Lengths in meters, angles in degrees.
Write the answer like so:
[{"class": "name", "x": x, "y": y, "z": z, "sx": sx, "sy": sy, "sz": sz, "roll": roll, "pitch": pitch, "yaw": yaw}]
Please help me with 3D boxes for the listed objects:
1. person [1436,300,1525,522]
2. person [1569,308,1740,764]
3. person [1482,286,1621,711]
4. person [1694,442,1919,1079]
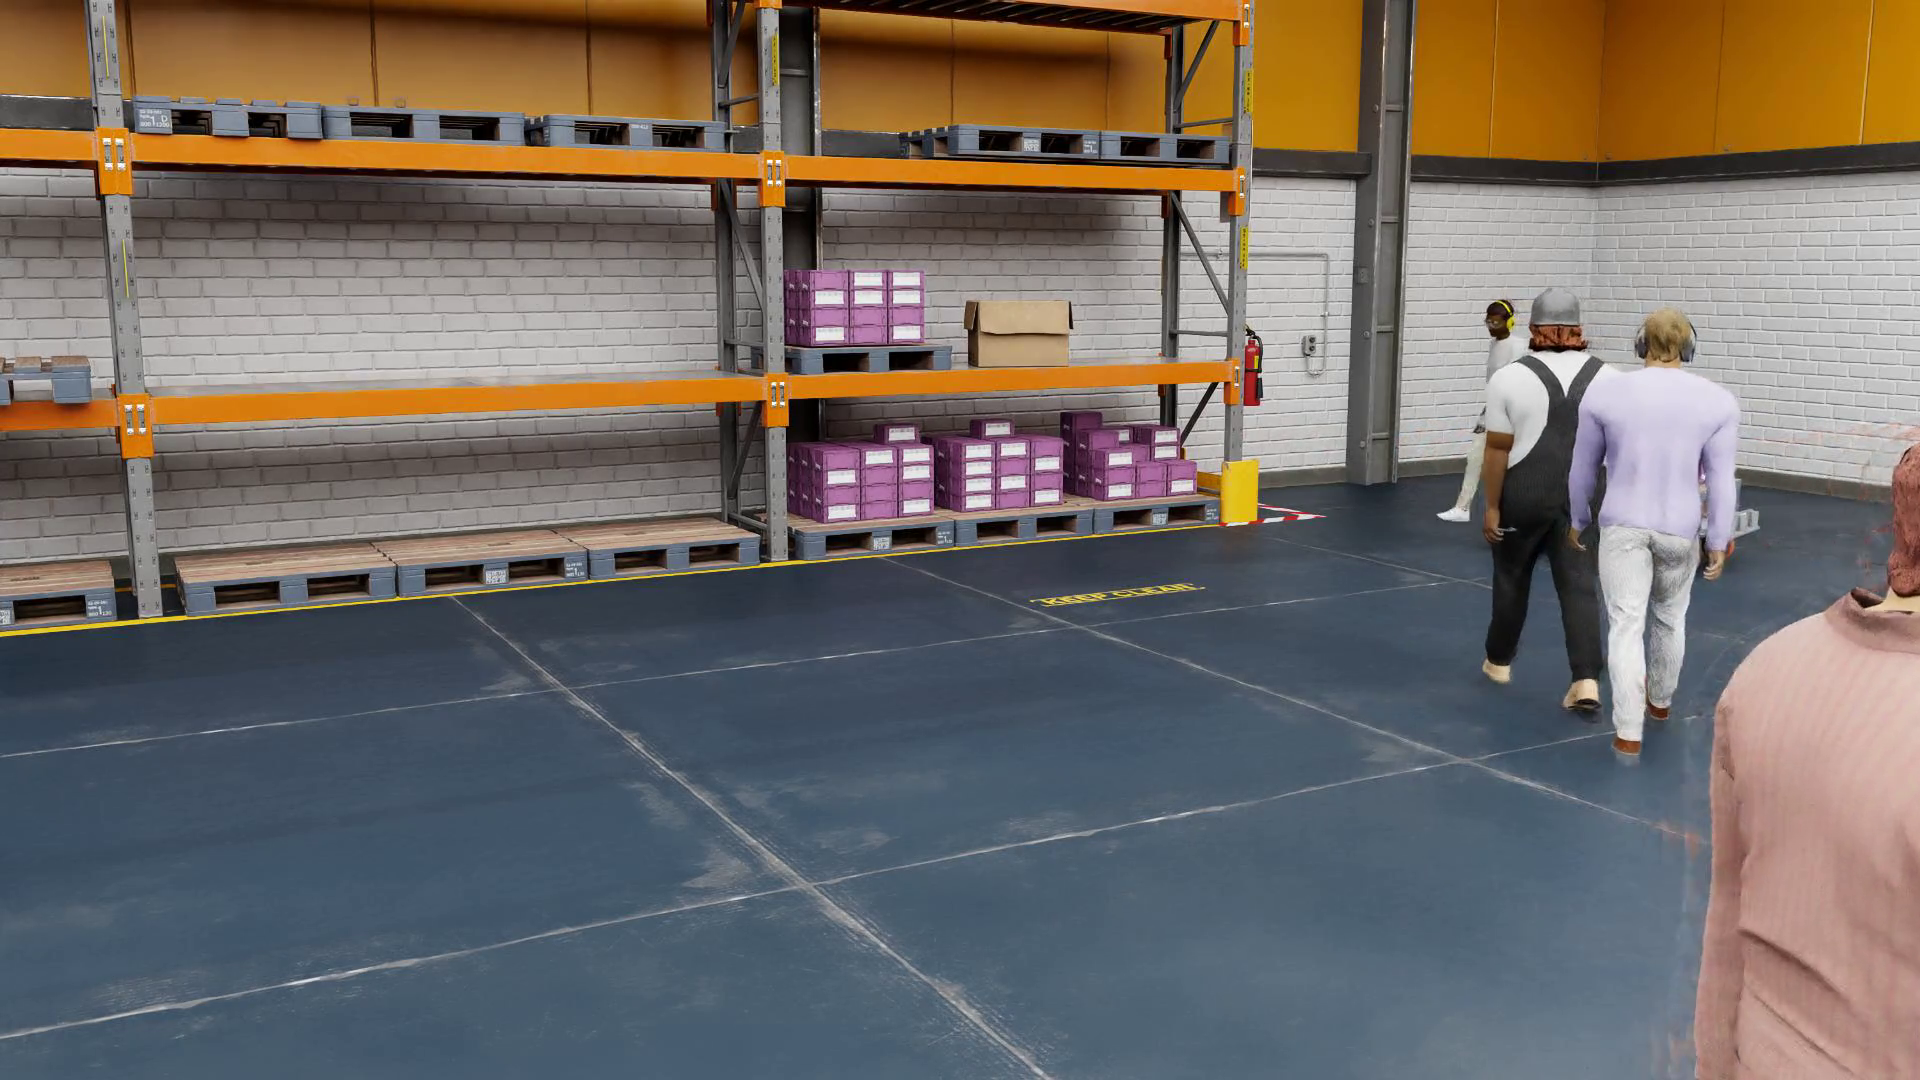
[{"class": "person", "x": 4.226, "y": -0.989, "z": 13.195, "sx": 0.816, "sy": 1.816, "sz": 0.557, "roll": -2, "pitch": 10, "yaw": -11}, {"class": "person", "x": 2.973, "y": -0.047, "z": 7.214, "sx": 0.643, "sy": 1.886, "sz": 0.980, "roll": 3, "pitch": 10, "yaw": 15}, {"class": "person", "x": 2.836, "y": -0.239, "z": 7.933, "sx": 0.694, "sy": 2.000, "sz": 1.015, "roll": 1, "pitch": 9, "yaw": 3}, {"class": "person", "x": 1.243, "y": 0.785, "z": 2.145, "sx": 0.423, "sy": 1.895, "sz": 0.642, "roll": 0, "pitch": 9, "yaw": -2}]
